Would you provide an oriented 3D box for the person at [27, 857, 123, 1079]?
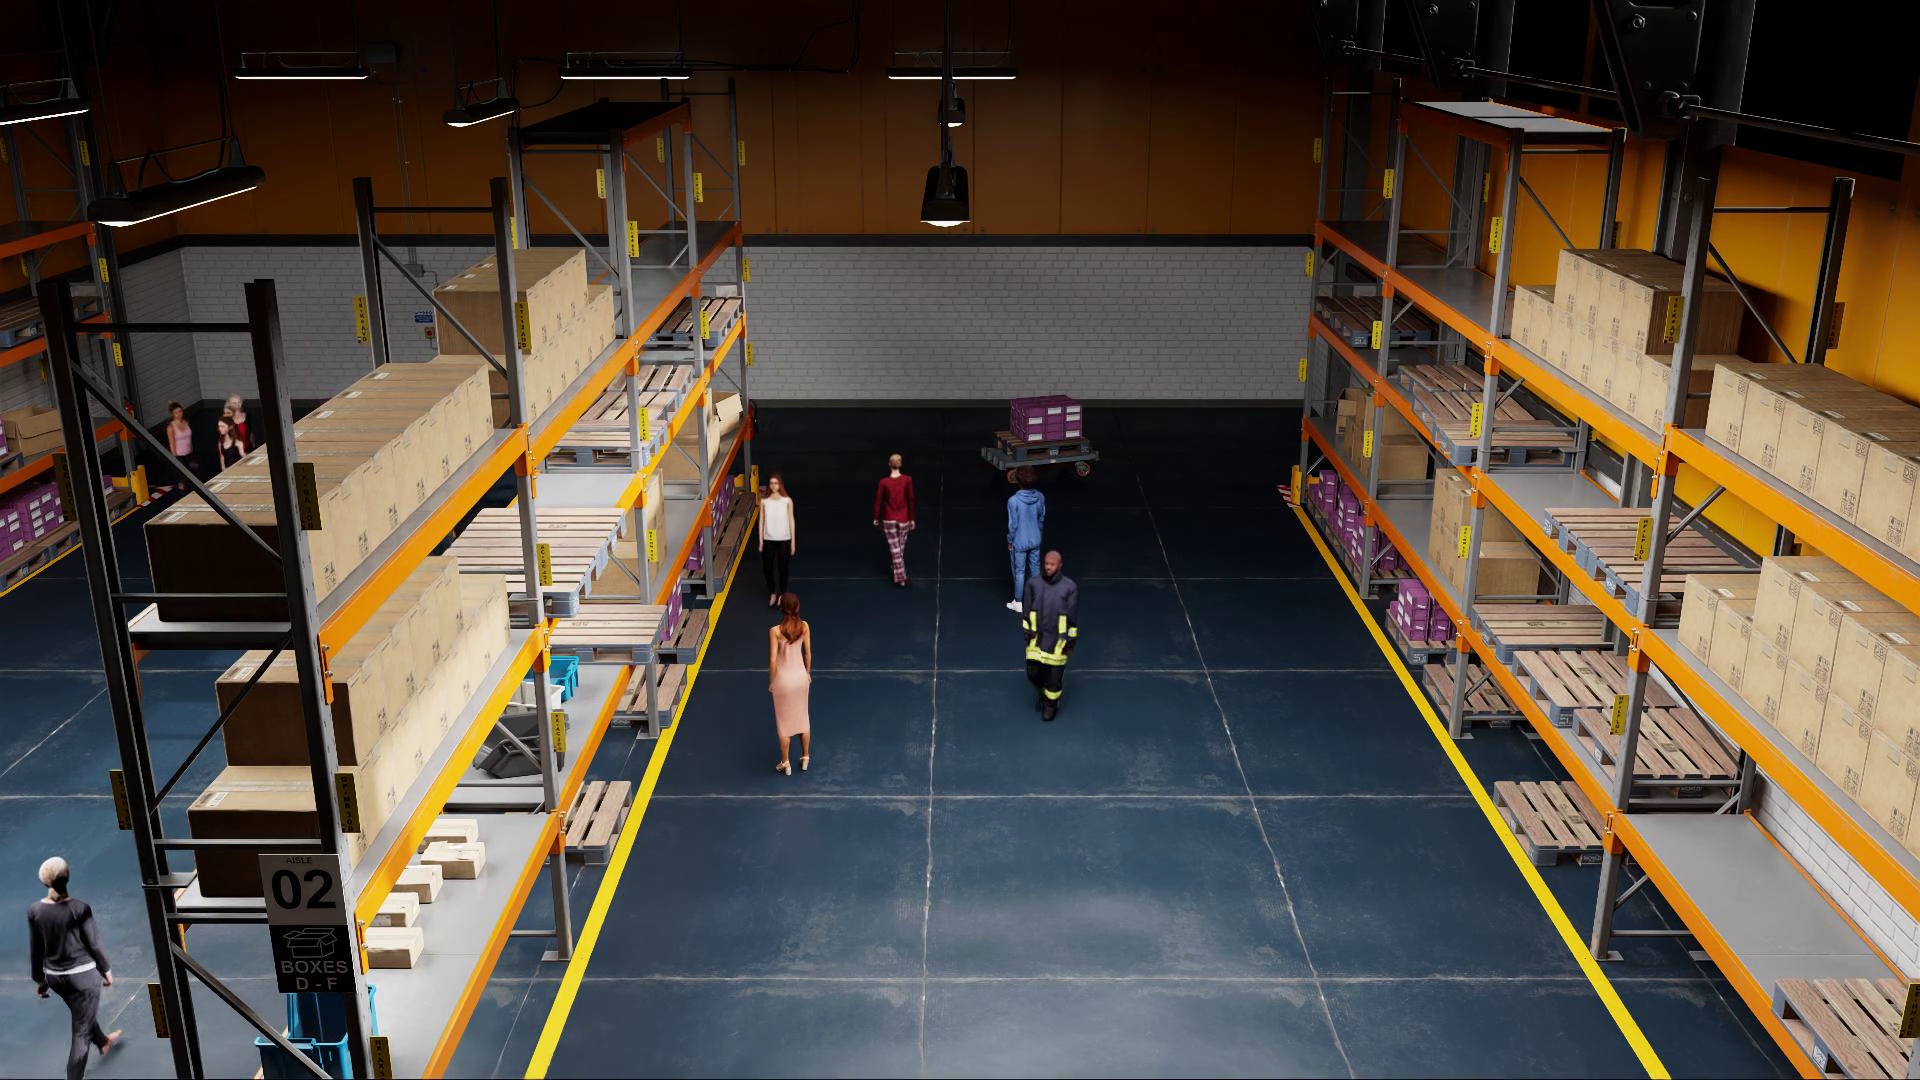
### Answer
[{"bbox_3d":[-6.021,2.979,11.229,0.630,1.685,1.089,0,19,0],"label":"person"}]

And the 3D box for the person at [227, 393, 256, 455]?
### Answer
[{"bbox_3d":[-10.144,-1.187,23.405,0.947,1.810,0.906,15,24,37],"label":"person"}]

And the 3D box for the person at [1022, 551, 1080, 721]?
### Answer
[{"bbox_3d":[0.941,0.936,17.091,0.860,1.816,0.894,6,19,16],"label":"person"}]

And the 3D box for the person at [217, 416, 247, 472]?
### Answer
[{"bbox_3d":[-9.747,-0.862,22.579,0.711,1.720,0.808,6,19,16],"label":"person"}]

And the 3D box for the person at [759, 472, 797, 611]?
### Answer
[{"bbox_3d":[-2.200,-0.009,20.054,0.594,1.716,0.529,0,19,1],"label":"person"}]

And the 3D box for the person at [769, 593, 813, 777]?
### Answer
[{"bbox_3d":[-1.608,1.357,15.820,0.655,1.830,0.658,-10,21,-27],"label":"person"}]

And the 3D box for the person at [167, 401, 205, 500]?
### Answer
[{"bbox_3d":[-11.116,-1.192,23.704,0.766,1.628,0.675,8,20,23],"label":"person"}]

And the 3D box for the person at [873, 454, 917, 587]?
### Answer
[{"bbox_3d":[-0.778,-0.232,20.781,0.833,1.675,1.033,-6,19,-17],"label":"person"}]

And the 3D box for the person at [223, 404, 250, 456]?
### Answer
[{"bbox_3d":[-10.138,-1.101,23.330,0.580,1.695,0.564,3,19,8],"label":"person"}]

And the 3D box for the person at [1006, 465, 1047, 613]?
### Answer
[{"bbox_3d":[0.790,-0.027,19.958,0.756,1.811,0.739,-9,21,-24],"label":"person"}]
